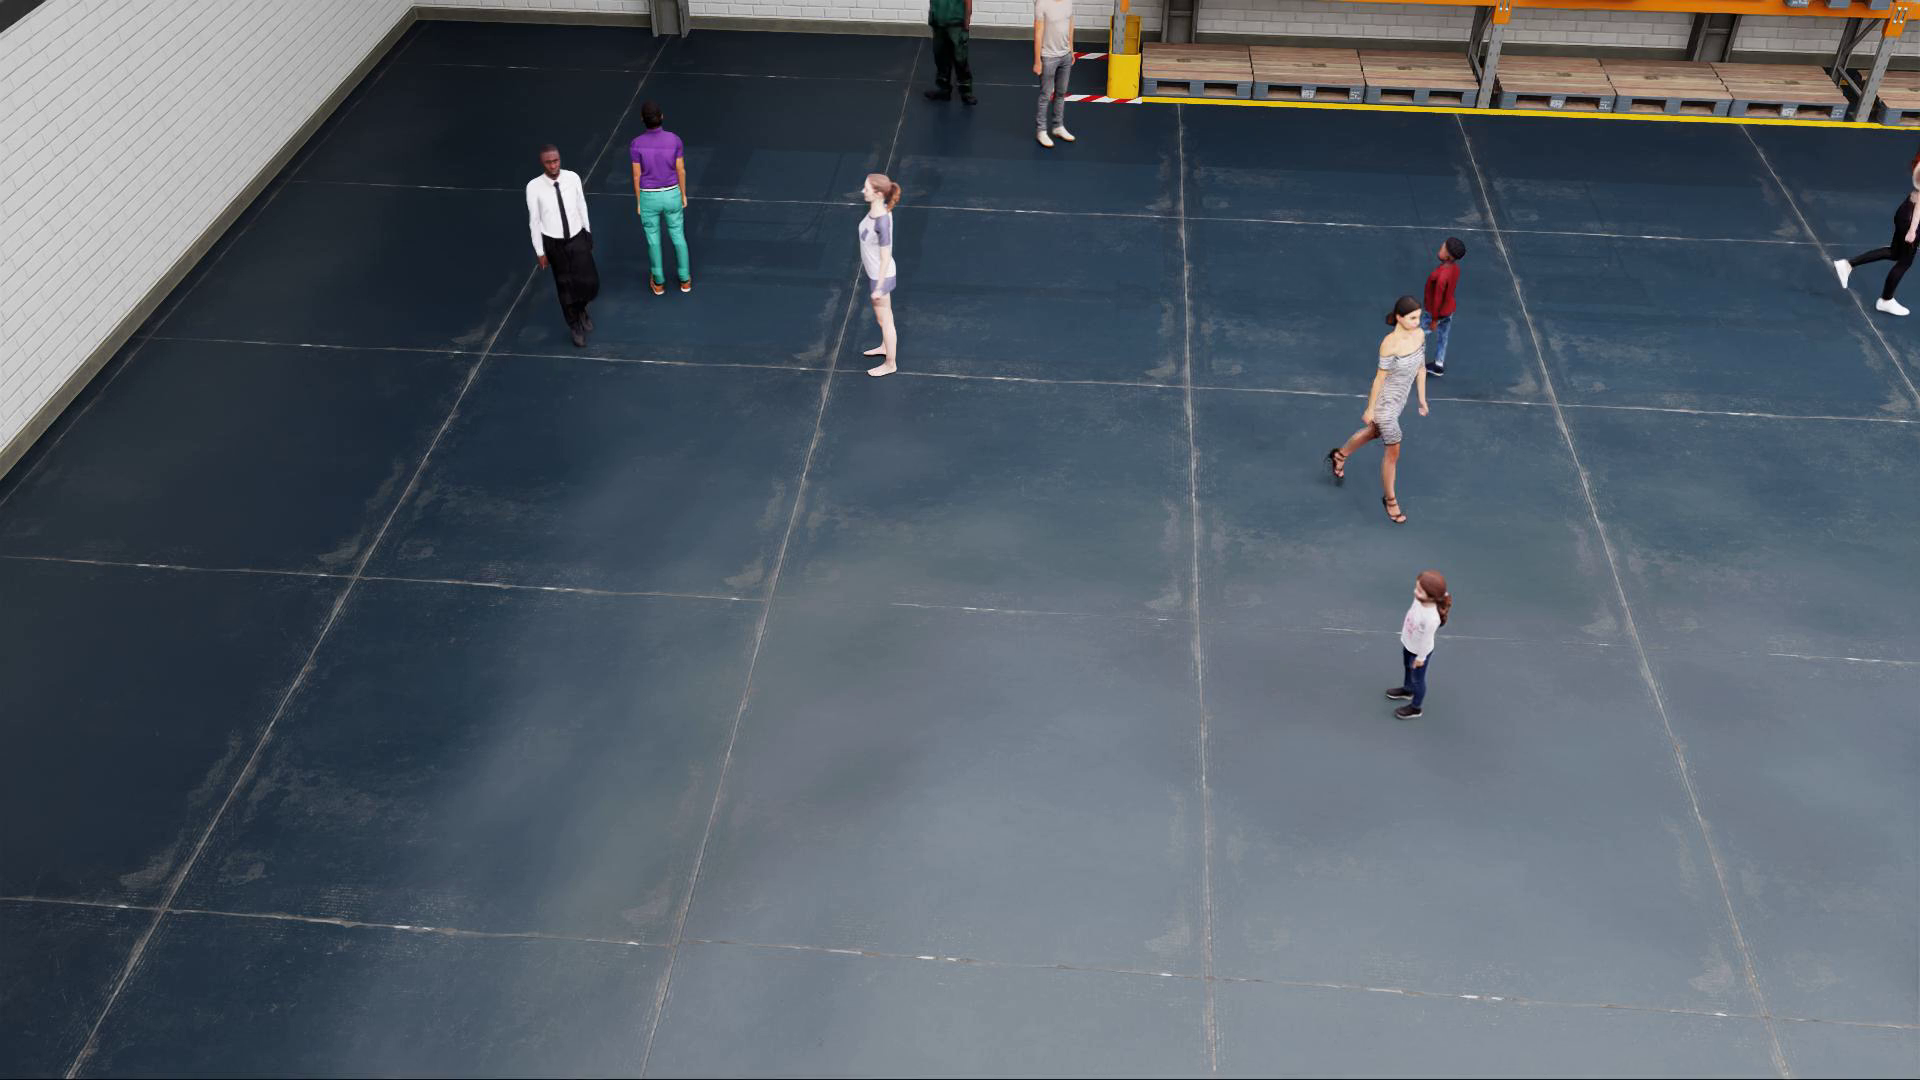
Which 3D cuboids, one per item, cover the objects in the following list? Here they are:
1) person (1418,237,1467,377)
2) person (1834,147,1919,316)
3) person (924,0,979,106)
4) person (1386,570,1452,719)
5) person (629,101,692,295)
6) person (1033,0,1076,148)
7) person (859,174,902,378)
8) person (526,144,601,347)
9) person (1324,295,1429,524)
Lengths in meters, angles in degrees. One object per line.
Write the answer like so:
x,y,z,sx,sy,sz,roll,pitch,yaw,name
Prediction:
3.982,-1.875,13.601,0.684,1.245,0.629,25,45,28,person
8.082,-2.764,14.326,1.029,1.729,0.830,20,43,23,person
-0.139,-5.539,17.730,0.937,1.817,0.793,-25,45,-28,person
2.916,0.645,10.553,0.507,1.110,0.478,-4,39,-5,person
-2.624,-2.994,14.584,0.643,1.767,0.757,-14,41,-16,person
0.949,-4.957,16.945,0.747,1.887,0.808,-28,46,-30,person
-0.648,-2.179,13.563,0.616,1.767,0.621,-4,39,-5,person
-3.328,-2.499,13.916,0.820,1.827,0.889,-19,42,-22,person
3.045,-1.016,12.095,1.018,1.782,1.106,-30,47,-32,person
